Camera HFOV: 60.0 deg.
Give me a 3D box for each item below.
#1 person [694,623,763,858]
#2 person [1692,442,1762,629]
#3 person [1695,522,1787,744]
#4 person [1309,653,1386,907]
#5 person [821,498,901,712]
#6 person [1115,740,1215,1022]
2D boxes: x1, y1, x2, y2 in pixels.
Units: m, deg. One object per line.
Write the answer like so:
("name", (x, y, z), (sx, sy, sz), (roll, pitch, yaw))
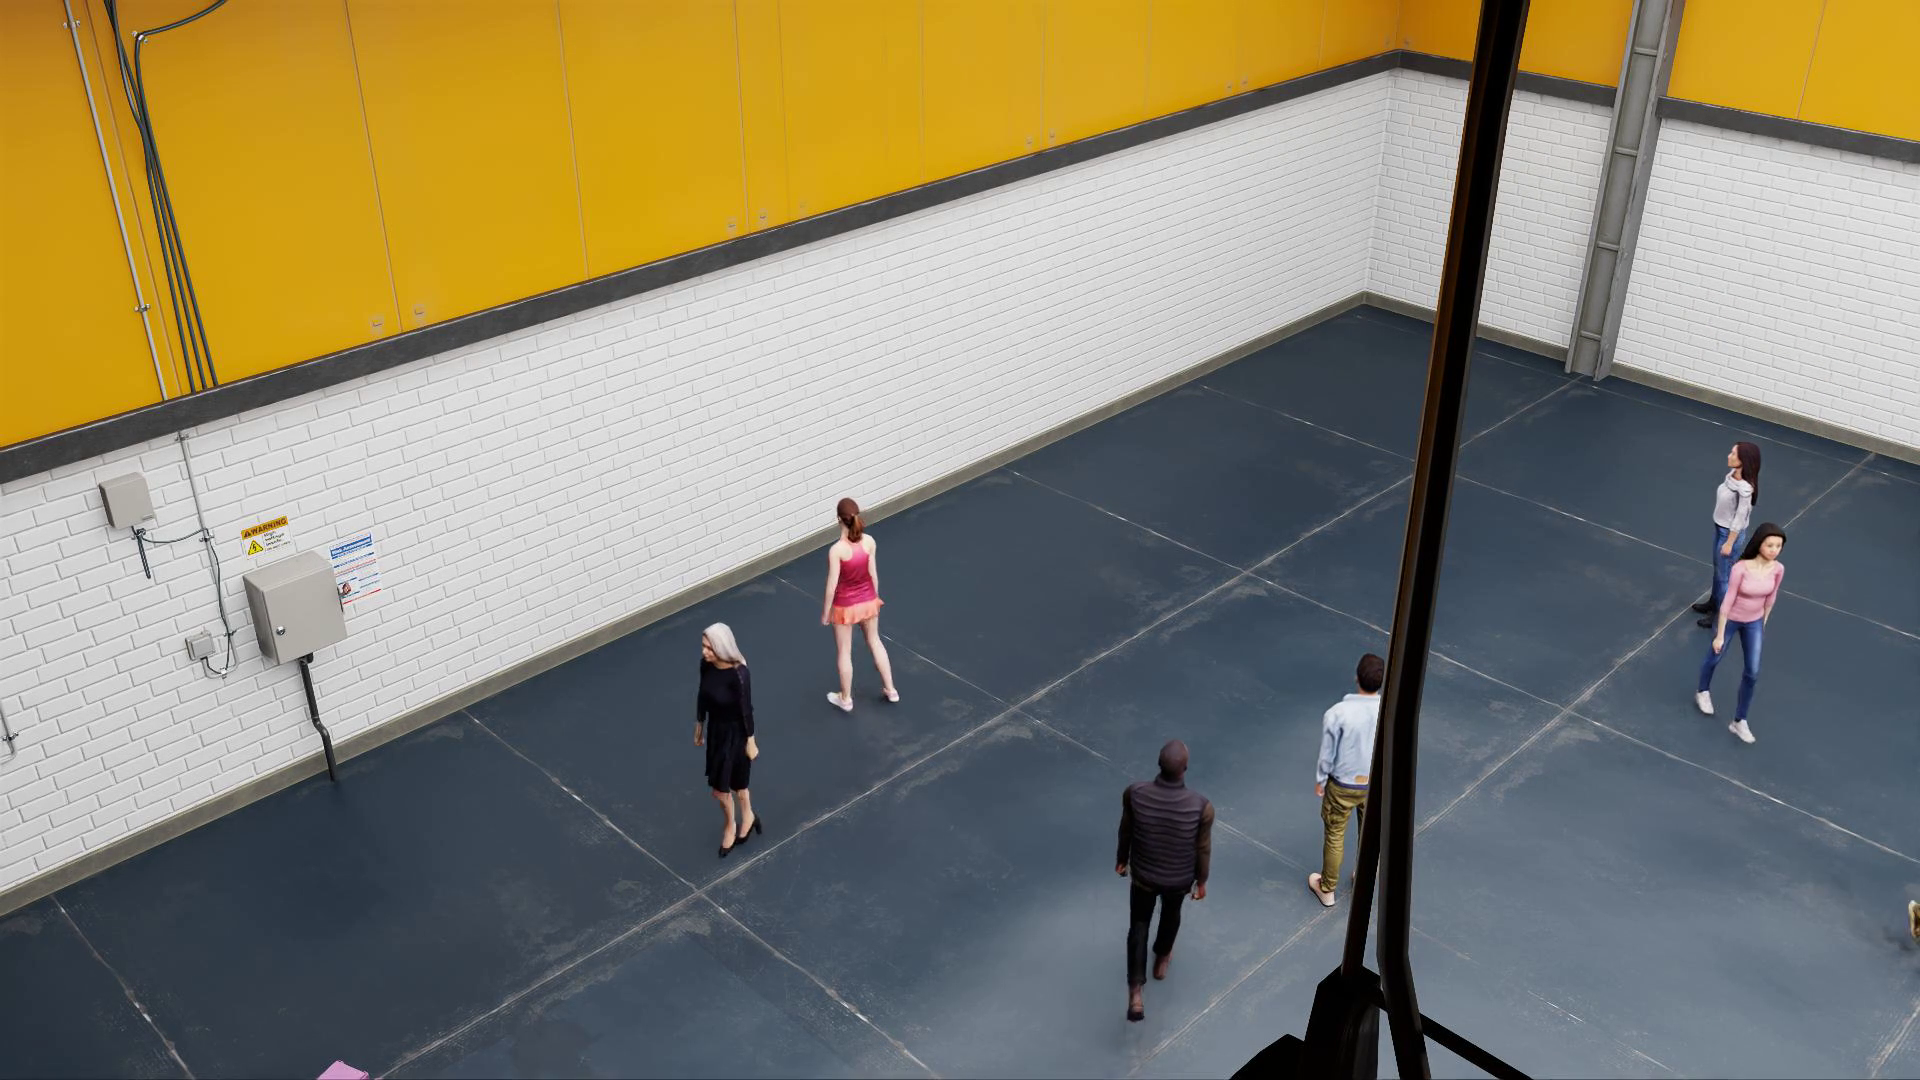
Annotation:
("person", (-1.452, 1.272, 10.909), (0.617, 1.734, 0.704), (24, 37, 36))
("person", (6.224, -0.048, 13.437), (0.687, 1.631, 0.682), (7, 29, 12))
("person", (5.679, 0.591, 12.189), (0.917, 1.704, 0.970), (1, 29, 2))
("person", (2.480, 1.508, 10.395), (0.757, 1.812, 0.798), (-2, 29, -4))
("person", (-0.768, 0.485, 12.332), (0.750, 1.753, 0.767), (-22, 35, -34))
("person", (1.133, 1.964, 9.560), (1.159, 1.812, 1.106), (7, 29, 13))
